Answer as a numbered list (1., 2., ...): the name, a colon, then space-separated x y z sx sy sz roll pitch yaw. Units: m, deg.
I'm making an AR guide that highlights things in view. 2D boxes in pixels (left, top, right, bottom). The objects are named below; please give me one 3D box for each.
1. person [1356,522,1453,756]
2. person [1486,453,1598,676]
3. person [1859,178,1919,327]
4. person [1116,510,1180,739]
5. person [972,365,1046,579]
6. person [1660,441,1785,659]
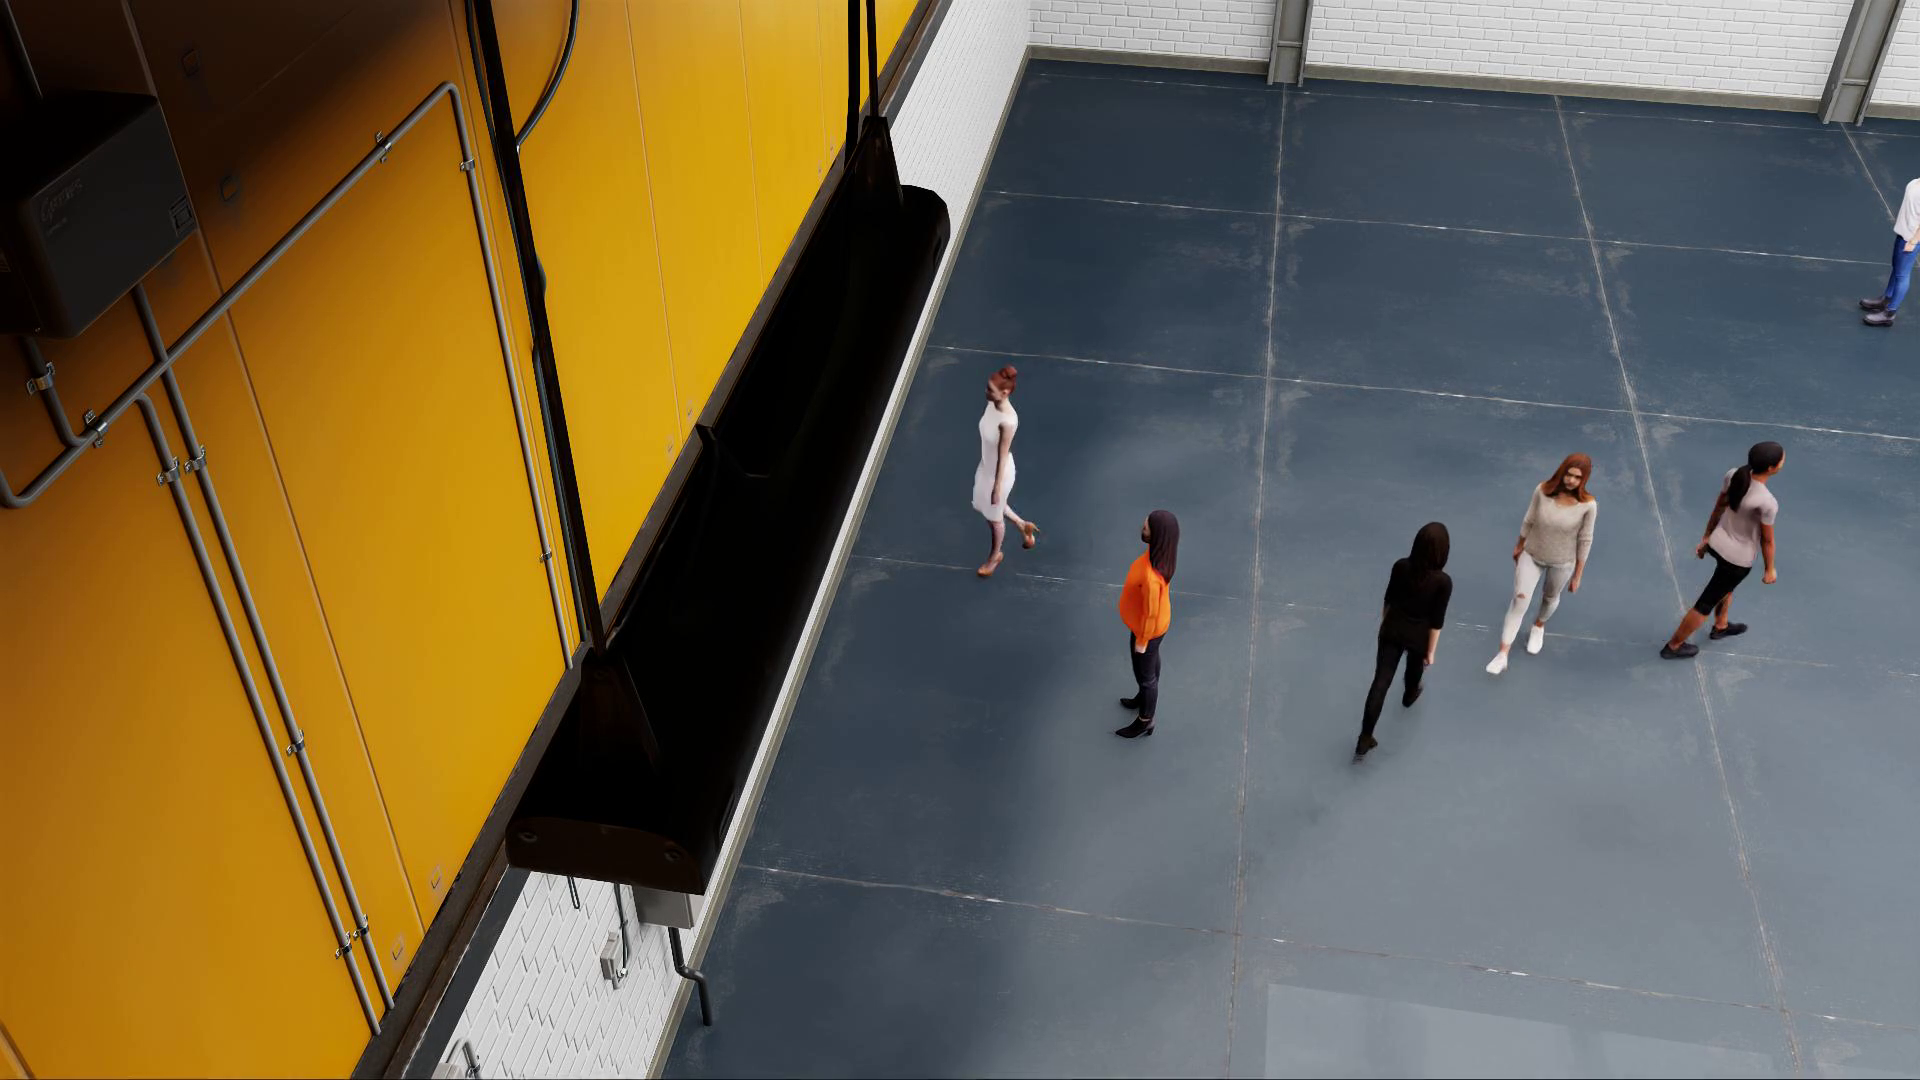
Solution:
1. person: 2.741 0.650 10.341 1.128 1.599 0.936 23 44 26
2. person: 3.919 0.080 10.990 1.018 1.680 0.915 20 43 24
3. person: 8.245 -2.643 14.397 0.563 1.683 0.631 12 40 14
4. person: 1.183 0.516 10.390 0.547 1.748 0.620 8 39 10
5. person: 0.347 -0.454 11.577 0.868 1.781 0.765 -11 40 -14
6. person: 4.974 0.115 10.914 0.998 1.721 0.794 -5 39 -6
